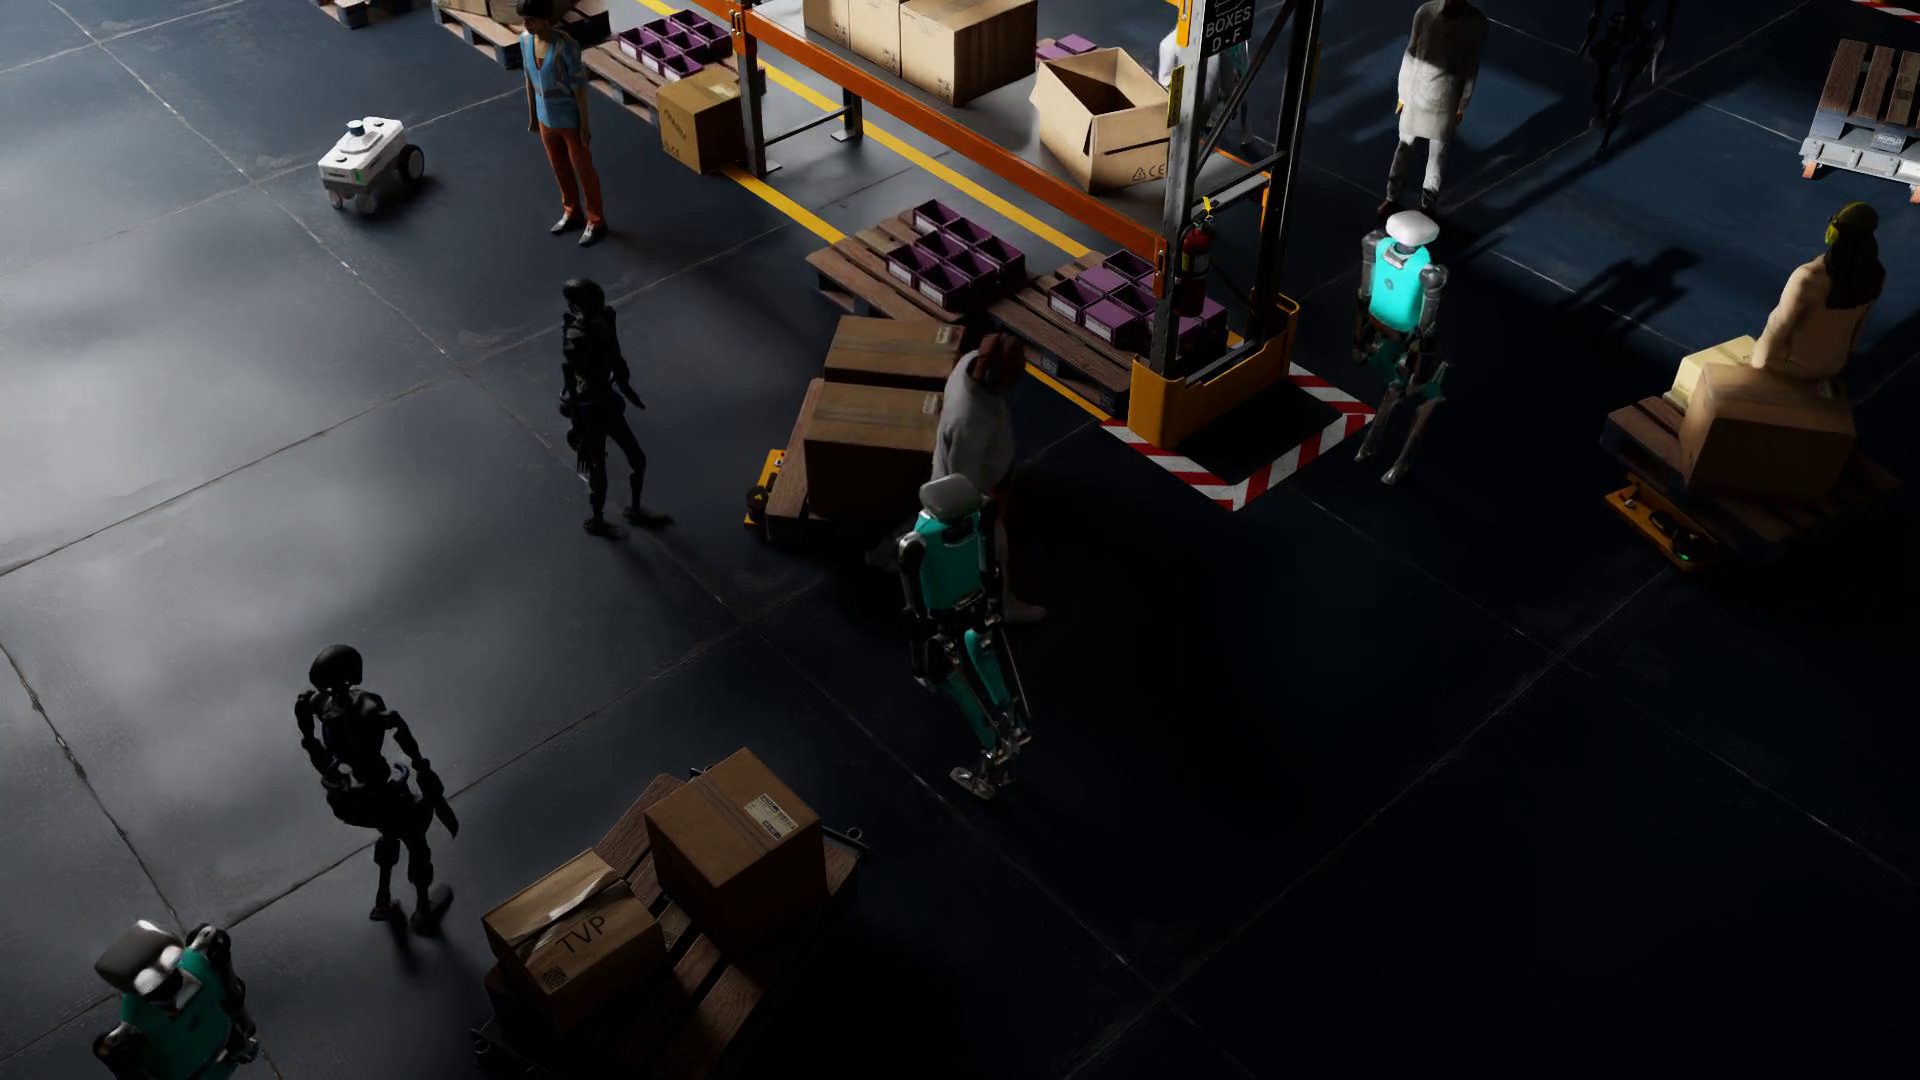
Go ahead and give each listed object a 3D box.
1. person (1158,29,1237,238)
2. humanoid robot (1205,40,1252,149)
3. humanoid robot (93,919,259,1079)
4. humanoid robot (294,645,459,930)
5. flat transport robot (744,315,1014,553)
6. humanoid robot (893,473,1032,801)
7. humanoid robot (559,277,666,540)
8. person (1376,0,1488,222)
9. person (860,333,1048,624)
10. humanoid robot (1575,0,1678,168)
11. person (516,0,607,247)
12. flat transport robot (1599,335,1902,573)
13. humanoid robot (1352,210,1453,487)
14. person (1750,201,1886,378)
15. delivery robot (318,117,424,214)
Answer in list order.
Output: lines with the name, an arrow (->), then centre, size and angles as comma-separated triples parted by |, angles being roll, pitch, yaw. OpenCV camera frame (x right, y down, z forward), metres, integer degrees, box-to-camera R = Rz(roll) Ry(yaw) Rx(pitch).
person -> 1.563, -2.995, 11.280 | 0.559, 1.715, 0.855 | -27, 49, -26
humanoid robot -> 1.984, -3.645, 12.036 | 0.544, 1.874, 0.813 | -19, 46, -20
humanoid robot -> -2.855, 1.898, 5.983 | 0.795, 1.823, 0.538 | 16, 45, 17
humanoid robot -> -2.411, 1.062, 6.894 | 0.609, 1.644, 0.377 | 11, 44, 12
flat transport robot -> -0.447, -0.255, 9.372 | 1.431, 0.231, 0.659 | 6, 43, 6
humanoid robot -> 0.105, 0.567, 7.416 | 0.532, 1.797, 0.751 | -30, 51, -29
humanoid robot -> -1.890, -0.682, 8.794 | 0.401, 1.649, 0.591 | 13, 44, 13
person -> 3.181, -2.978, 11.181 | 0.503, 1.833, 0.367 | 16, 45, 17
person -> -0.045, -0.297, 8.262 | 0.935, 1.856, 0.675 | 0, 43, 0
humanoid robot -> 4.798, -3.583, 11.995 | 0.612, 1.630, 0.809 | 24, 48, 24
person -> -2.664, -2.804, 11.045 | 0.505, 1.758, 0.341 | 20, 46, 21
flat transport robot -> 4.420, -0.286, 9.405 | 1.431, 0.231, 0.659 | -19, 46, -20
humanoid robot -> 2.495, -1.076, 9.182 | 0.700, 1.778, 0.530 | -27, 49, -26
person -> 4.552, -0.967, 8.973 | 0.550, 1.869, 0.390 | -9, 43, -10
delivery robot -> -4.212, -2.703, 11.837 | 0.501, 0.613, 0.784 | 10, 43, 10
